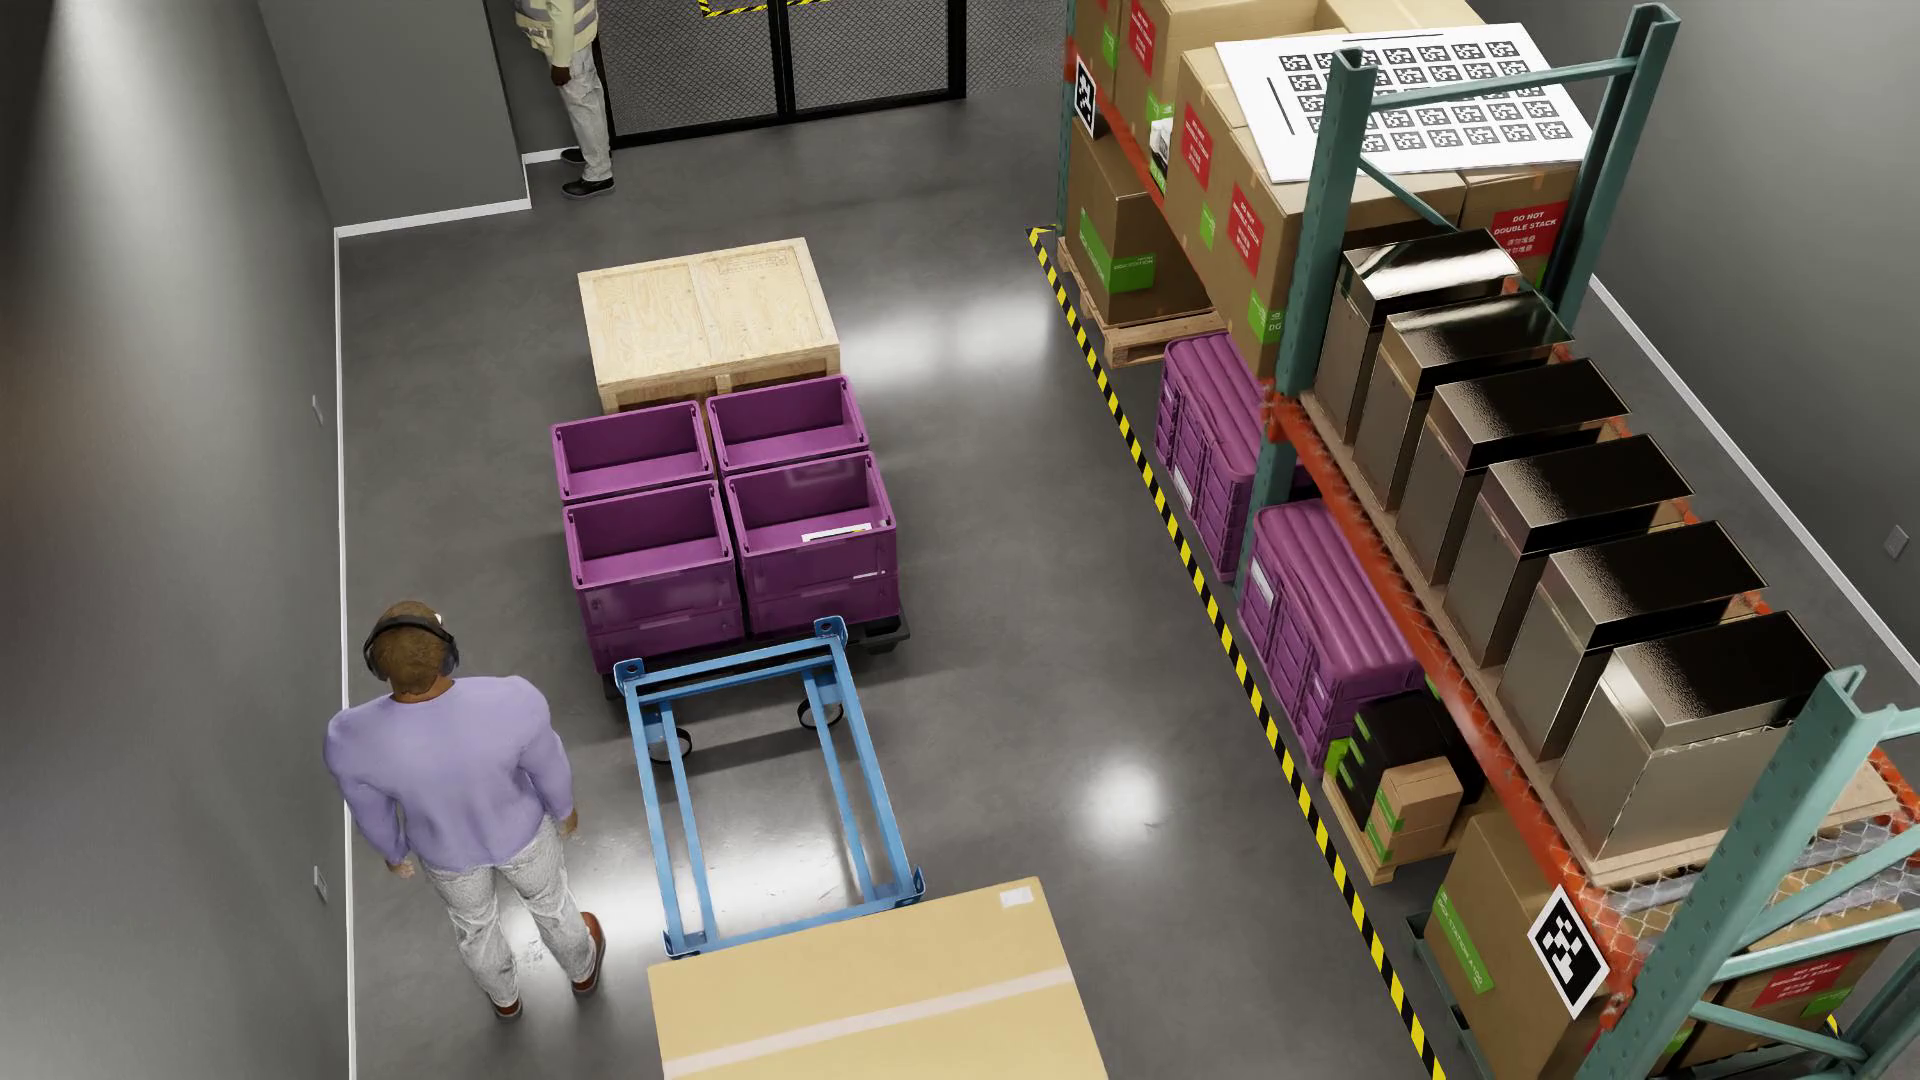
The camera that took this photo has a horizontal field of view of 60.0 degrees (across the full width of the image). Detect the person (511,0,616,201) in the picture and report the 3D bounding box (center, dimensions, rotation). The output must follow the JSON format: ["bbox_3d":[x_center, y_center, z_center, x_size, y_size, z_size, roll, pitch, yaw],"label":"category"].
[{"bbox_3d":[-2.001,-2.556,8.304,0.404,1.832,0.592,-4,48,-4],"label":"person"}]

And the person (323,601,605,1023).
[{"bbox_3d":[-1.475,0.874,5.083,0.629,1.940,0.379,-11,48,-10],"label":"person"}]
